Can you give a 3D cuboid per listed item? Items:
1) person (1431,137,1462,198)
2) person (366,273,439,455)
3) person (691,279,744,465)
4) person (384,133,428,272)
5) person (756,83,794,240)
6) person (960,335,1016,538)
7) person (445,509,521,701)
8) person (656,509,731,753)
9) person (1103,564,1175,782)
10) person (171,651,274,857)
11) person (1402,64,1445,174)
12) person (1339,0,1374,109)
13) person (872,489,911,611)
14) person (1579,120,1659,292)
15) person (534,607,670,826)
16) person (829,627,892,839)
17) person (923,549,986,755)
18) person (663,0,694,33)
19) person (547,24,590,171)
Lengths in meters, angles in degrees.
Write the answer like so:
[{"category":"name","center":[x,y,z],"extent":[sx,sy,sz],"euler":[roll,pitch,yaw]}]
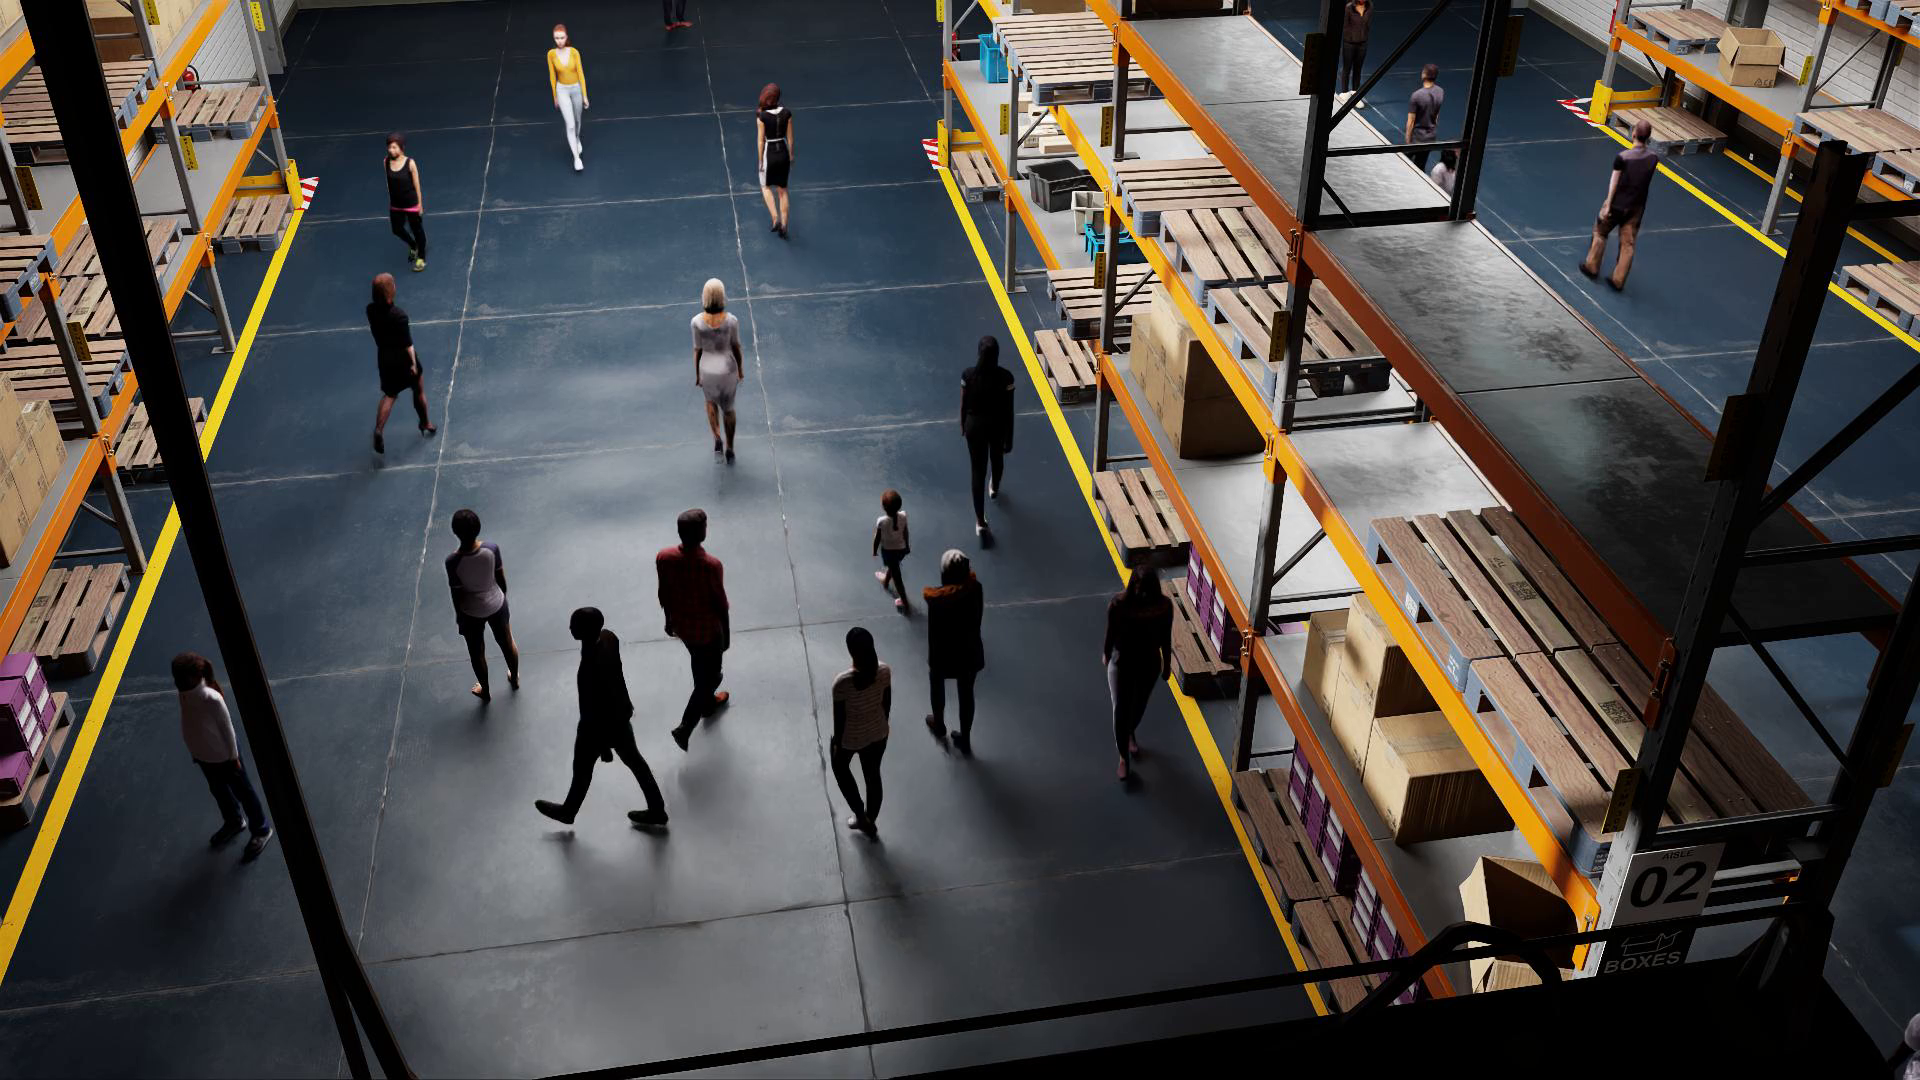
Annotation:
[{"category":"person","center":[5.126,-3.584,17.980],"extent":[0.964,1.580,1.128],"euler":[-27,42,-34]},{"category":"person","center":[-5.063,-1.546,14.821],"extent":[0.923,1.682,1.102],"euler":[12,36,18]},{"category":"person","center":[-2.117,-1.433,14.602],"extent":[0.582,1.736,0.583],"euler":[-4,34,-6]},{"category":"person","center":[-6.044,-3.741,18.247],"extent":[0.653,1.545,0.688],"euler":[7,34,10]},{"category":"person","center":[-2.050,-4.229,18.767],"extent":[0.675,1.784,0.686],"euler":[-15,36,-21]},{"category":"person","center":[0.203,-0.831,13.748],"extent":[0.805,1.679,1.242],"euler":[2,34,4]},{"category":"person","center":[-3.433,0.450,11.923],"extent":[0.645,1.566,0.651],"euler":[-22,39,-29]},{"category":"person","center":[-1.854,0.638,11.427],"extent":[1.069,1.802,1.192],"euler":[15,36,21]},{"category":"person","center":[1.189,0.808,11.365],"extent":[0.660,1.589,0.805],"euler":[-1,34,-2]},{"category":"person","center":[-4.726,1.333,10.603],"extent":[0.617,1.557,0.647],"euler":[13,36,18]},{"category":"person","center":[5.425,-4.666,19.452],"extent":[0.714,1.753,0.772],"euler":[-13,36,-19]},{"category":"person","center":[5.382,-6.769,22.697],"extent":[0.554,1.662,0.622],"euler":[-6,34,-9]},{"category":"person","center":[-0.503,0.085,12.987],"extent":[0.596,0.996,0.801],"euler":[-19,38,-26]},{"category":"person","center":[7.113,-3.519,17.668],"extent":[0.679,1.817,0.856],"euler":[-4,34,-6]},{"category":"person","center":[-2.183,1.177,10.652],"extent":[1.000,1.762,1.138],"euler":[7,34,10]},{"category":"person","center":[-0.590,1.283,10.603],"extent":[0.666,1.640,0.676],"euler":[-17,37,-24]},{"category":"person","center":[0.005,0.794,11.356],"extent":[0.700,1.620,0.768],"euler":[-12,35,-17]},{"category":"person","center":[-4.531,-8.662,25.494],"extent":[0.798,1.718,0.871],"euler":[28,43,36]},{"category":"person","center":[-4.896,-5.599,20.894],"extent":[0.719,1.709,1.220],"euler":[-11,35,-16]}]
